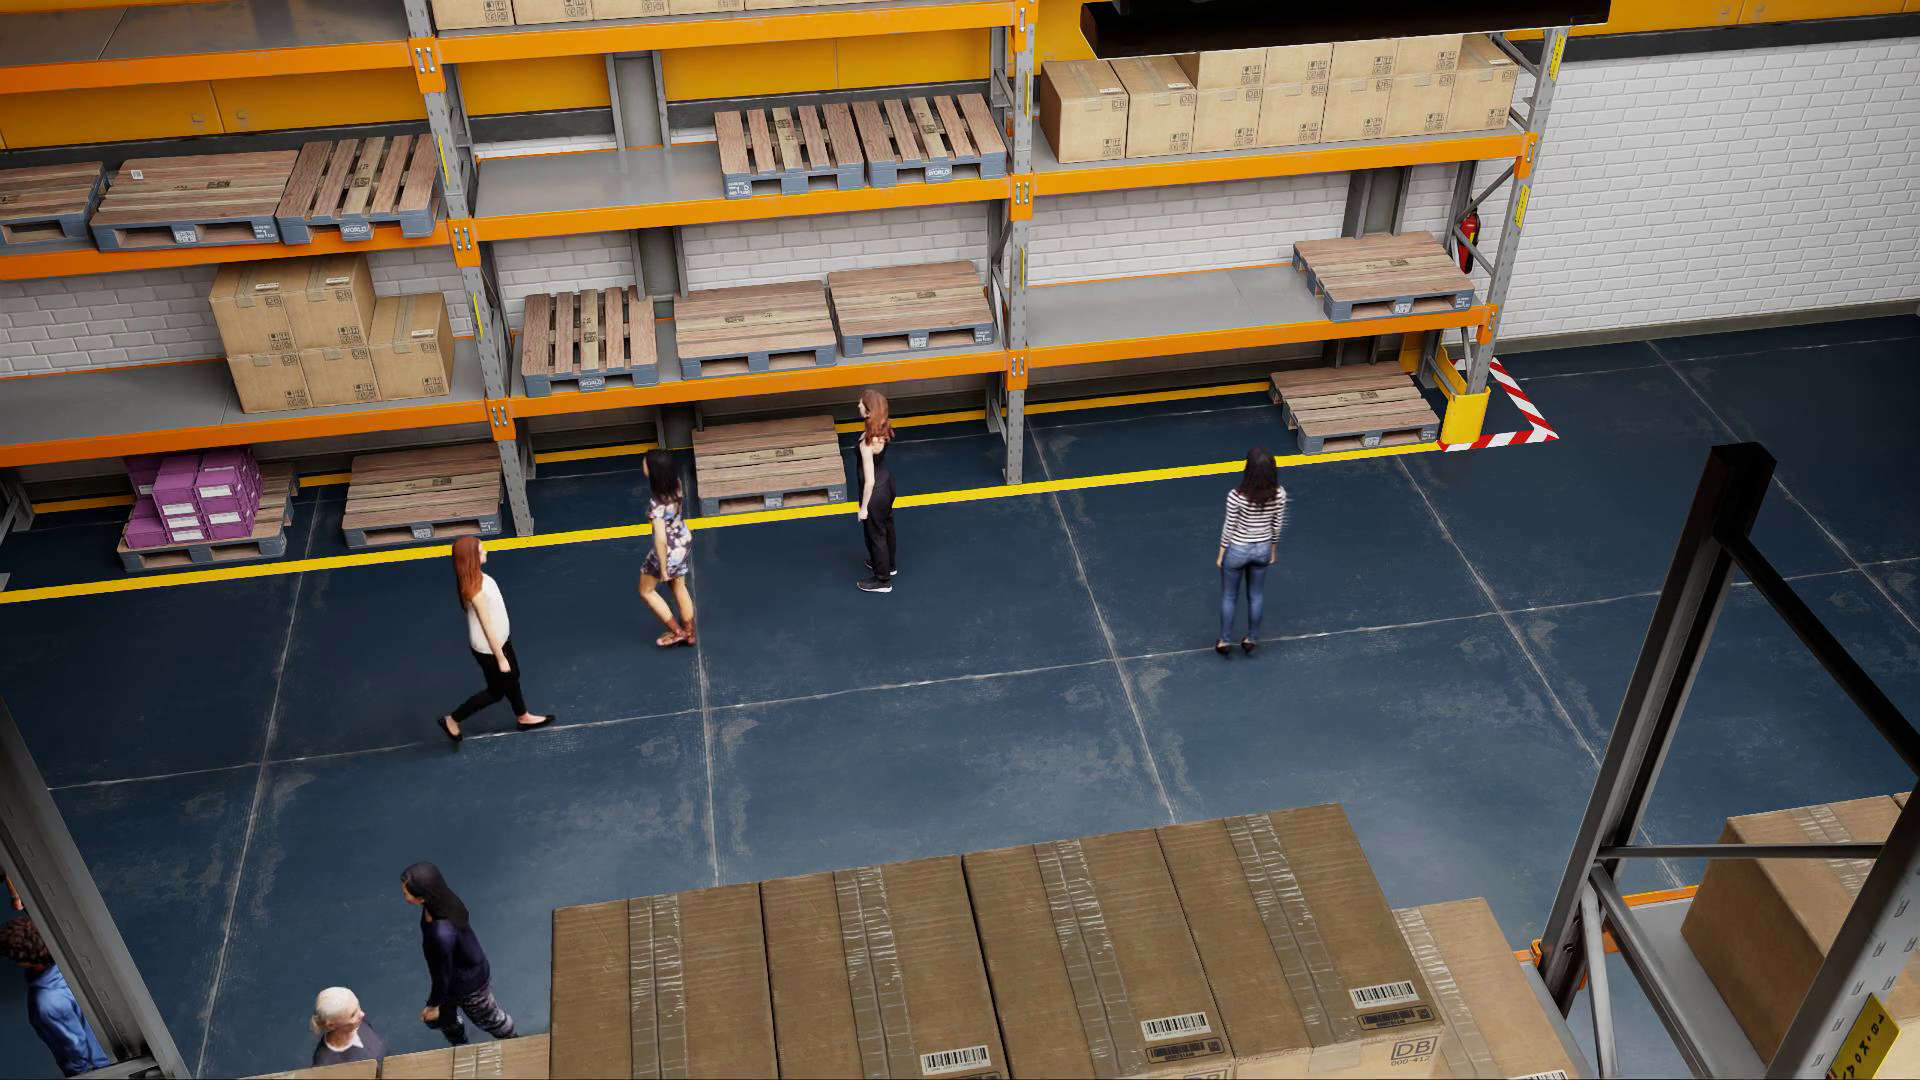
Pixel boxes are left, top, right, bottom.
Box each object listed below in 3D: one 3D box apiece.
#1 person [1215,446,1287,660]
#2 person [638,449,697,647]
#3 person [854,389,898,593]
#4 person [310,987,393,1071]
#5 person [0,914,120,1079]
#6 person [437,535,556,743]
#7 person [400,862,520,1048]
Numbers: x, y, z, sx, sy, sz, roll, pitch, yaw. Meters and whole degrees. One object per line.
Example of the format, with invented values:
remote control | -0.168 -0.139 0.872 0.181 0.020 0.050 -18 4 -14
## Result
person | 2.019 0.112 11.705 0.439 1.793 0.630 -8 39 -9
person | -1.989 0.092 11.784 0.735 1.726 0.703 11 40 13
person | -0.612 -0.372 12.347 0.648 1.748 0.658 8 39 10
person | -3.079 2.820 8.376 0.661 1.715 0.688 2 39 2
person | -4.540 2.557 8.629 0.605 1.811 0.696 -11 40 -13
person | -3.197 0.707 11.030 0.998 1.706 0.634 -10 40 -13
person | -2.619 2.314 9.011 0.825 1.713 0.722 -18 42 -21
